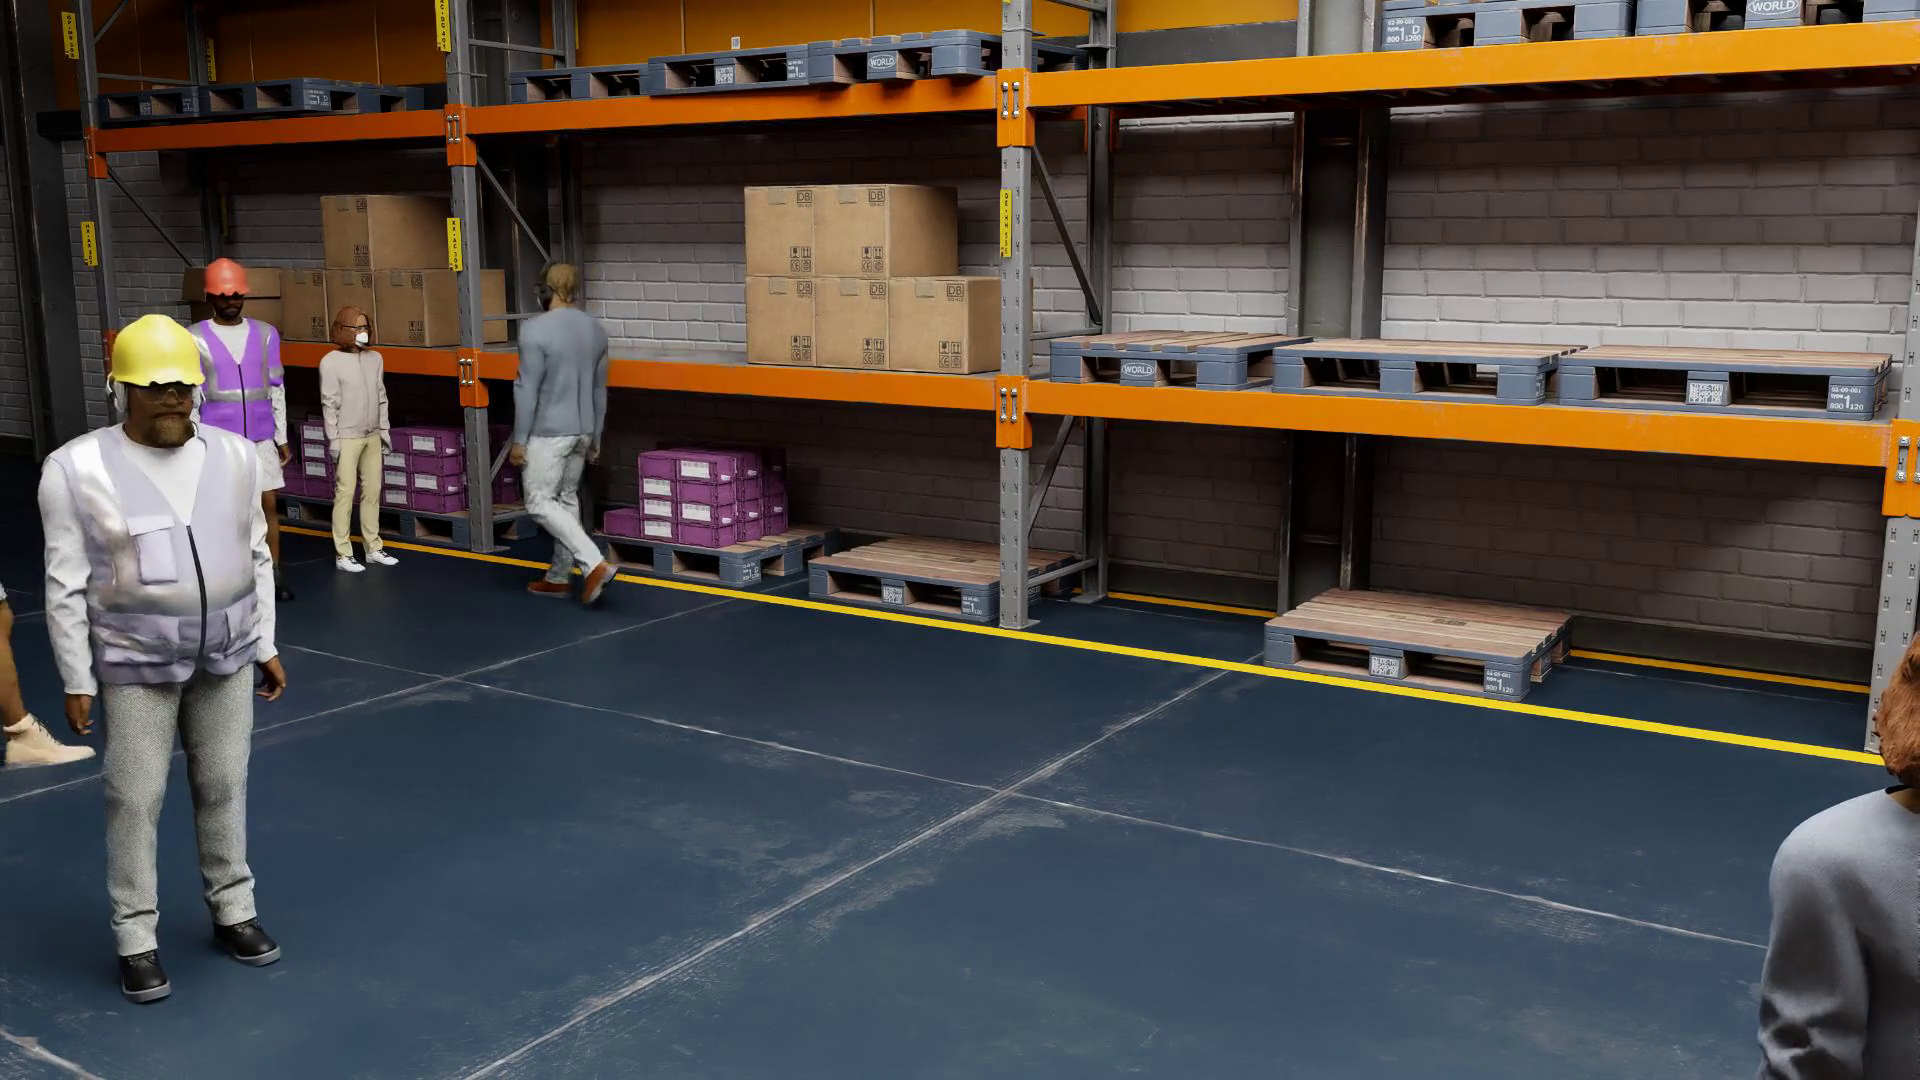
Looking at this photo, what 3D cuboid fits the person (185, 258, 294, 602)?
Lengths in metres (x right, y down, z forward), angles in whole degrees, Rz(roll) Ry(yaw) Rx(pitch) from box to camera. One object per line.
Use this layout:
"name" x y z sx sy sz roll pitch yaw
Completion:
"person" -3.986 -0.580 9.183 0.543 1.925 0.398 -8 13 -38

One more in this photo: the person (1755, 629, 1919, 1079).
"person" 1.193 0.853 2.034 0.498 1.633 0.282 -2 10 -12

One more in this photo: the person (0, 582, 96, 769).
"person" -3.873 -0.079 6.244 0.890 2.025 0.628 -5 11 -26

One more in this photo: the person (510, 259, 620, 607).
"person" -2.184 -0.580 9.182 0.741 1.919 0.653 5 11 26

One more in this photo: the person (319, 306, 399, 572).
"person" -3.699 -0.619 10.217 0.281 1.624 0.493 4 11 23

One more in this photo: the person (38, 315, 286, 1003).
"person" -2.119 0.310 4.497 0.404 1.827 0.600 9 14 42
